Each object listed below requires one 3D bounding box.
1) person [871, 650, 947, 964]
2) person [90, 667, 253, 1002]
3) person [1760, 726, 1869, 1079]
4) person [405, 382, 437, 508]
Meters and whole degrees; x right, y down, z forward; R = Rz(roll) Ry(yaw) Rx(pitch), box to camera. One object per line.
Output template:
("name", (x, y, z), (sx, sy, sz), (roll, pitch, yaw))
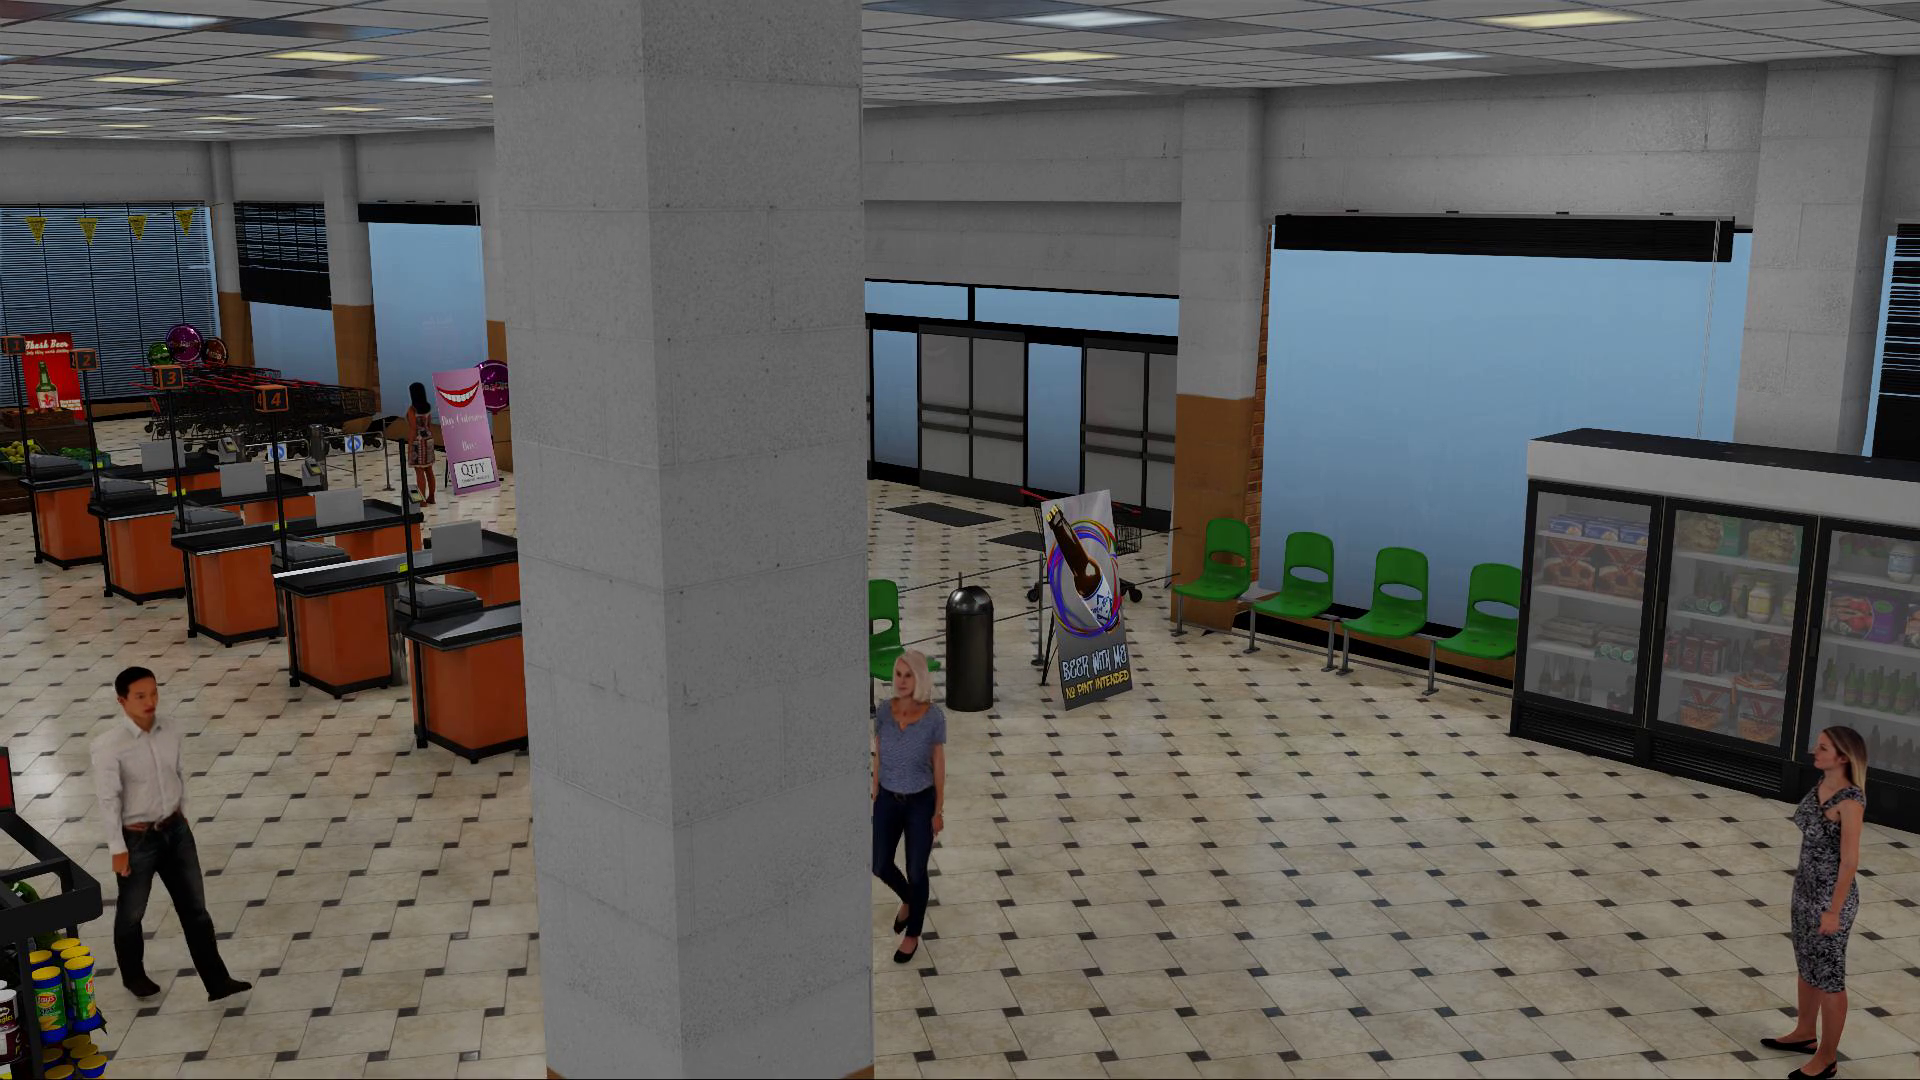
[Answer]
("person", (-0.256, 1.414, 9.076), (0.725, 1.715, 0.791), (5, 13, 22))
("person", (-4.195, 1.511, 8.476), (0.930, 1.772, 1.109), (7, 14, 29))
("person", (4.073, 1.686, 7.809), (0.701, 1.705, 0.617), (2, 12, 7))
("person", (-7.128, -1.272, 21.999), (0.784, 1.645, 0.643), (4, 12, 17))
